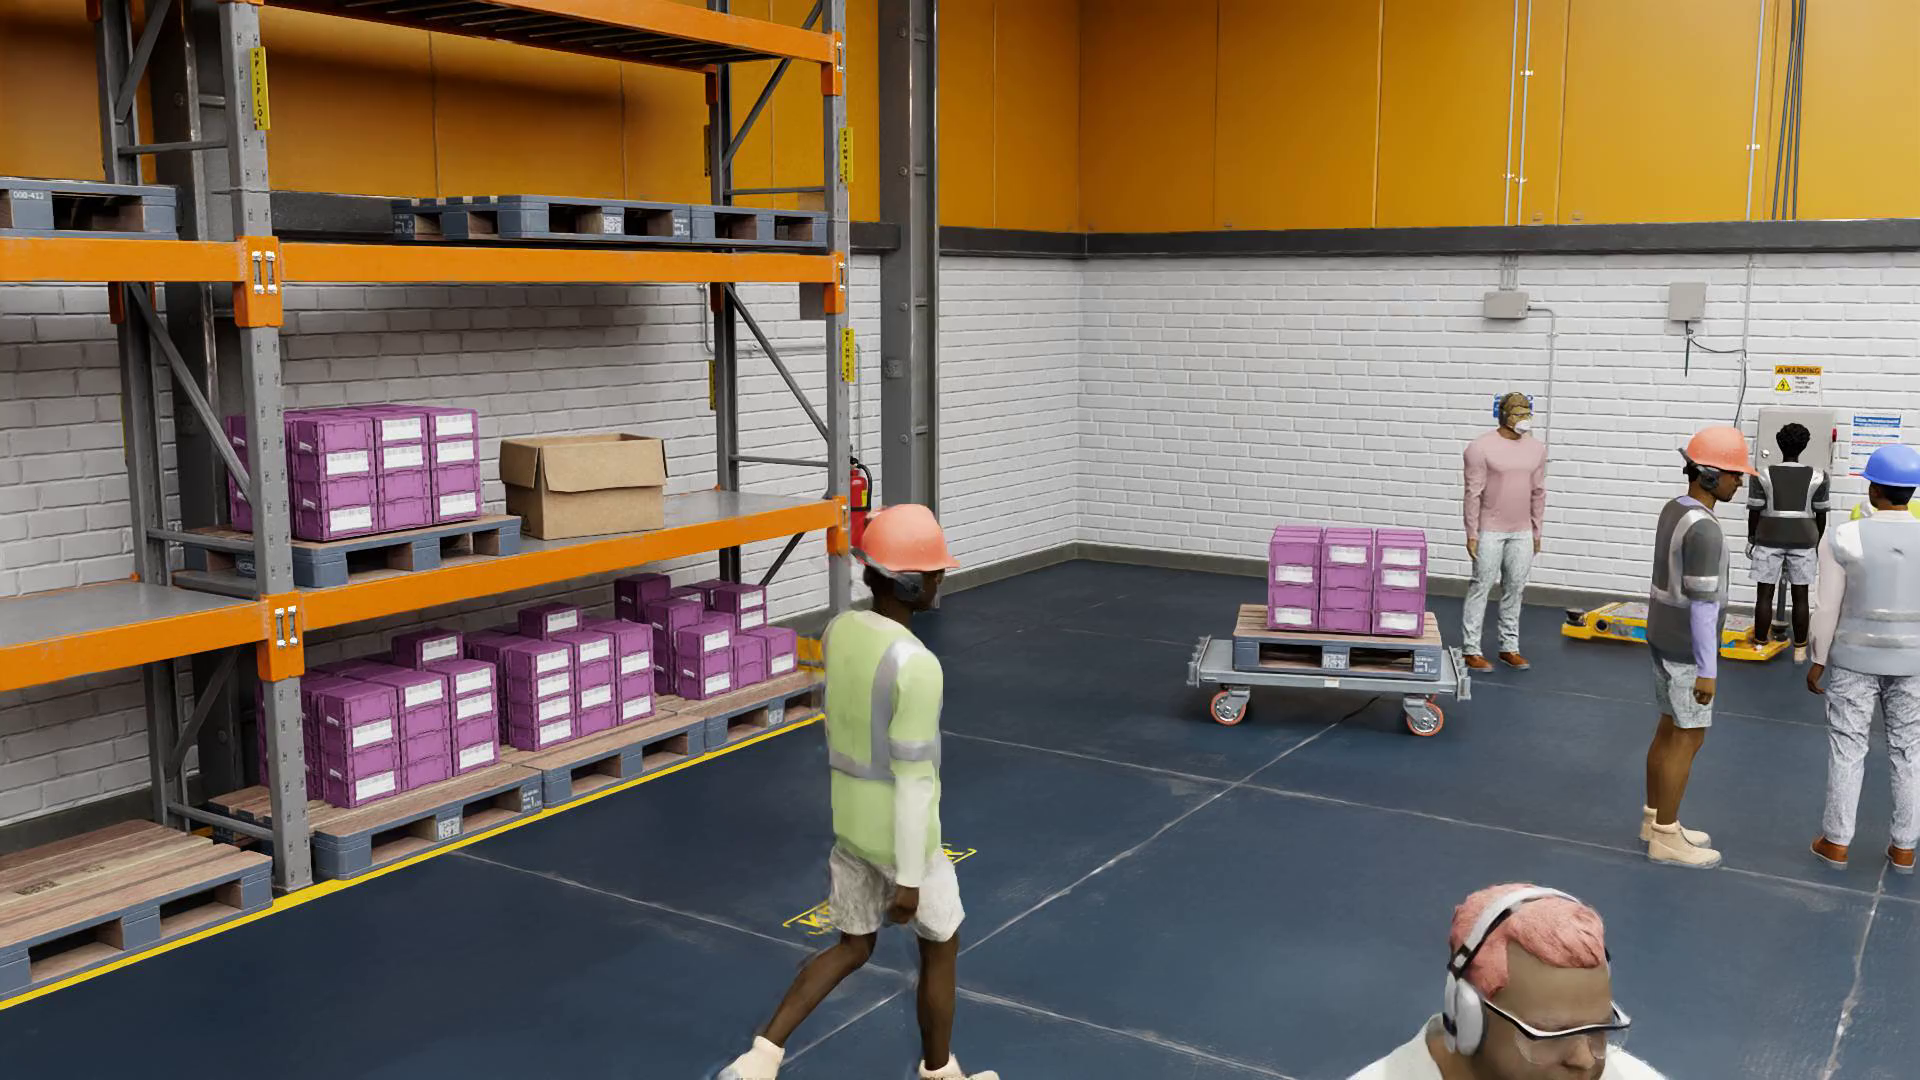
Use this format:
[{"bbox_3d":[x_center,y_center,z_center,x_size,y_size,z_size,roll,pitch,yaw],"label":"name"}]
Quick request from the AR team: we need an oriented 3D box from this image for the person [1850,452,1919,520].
[{"bbox_3d":[5.500,0.313,9.796,0.532,1.697,0.319,4,10,26],"label":"person"}]

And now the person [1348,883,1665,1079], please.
[{"bbox_3d":[0.733,1.371,2.347,0.652,1.884,0.417,-3,9,-17],"label":"person"}]

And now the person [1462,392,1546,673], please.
[{"bbox_3d":[3.738,-0.054,11.440,0.633,1.932,0.363,-2,9,-16],"label":"person"}]

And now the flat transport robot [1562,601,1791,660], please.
[{"bbox_3d":[5.260,0.648,12.234,1.431,0.197,0.652,7,11,40],"label":"flat transport robot"}]

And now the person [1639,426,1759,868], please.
[{"bbox_3d":[3.357,0.490,7.591,0.410,2.029,0.612,1,9,9],"label":"person"}]

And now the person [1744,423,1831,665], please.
[{"bbox_3d":[5.774,0.030,11.639,0.536,1.697,0.318,3,9,19],"label":"person"}]

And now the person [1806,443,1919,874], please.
[{"bbox_3d":[4.158,0.538,7.505,0.614,1.949,0.375,2,9,14],"label":"person"}]

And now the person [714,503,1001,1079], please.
[{"bbox_3d":[-0.290,0.885,5.090,0.895,2.011,0.609,-6,11,-36],"label":"person"}]
